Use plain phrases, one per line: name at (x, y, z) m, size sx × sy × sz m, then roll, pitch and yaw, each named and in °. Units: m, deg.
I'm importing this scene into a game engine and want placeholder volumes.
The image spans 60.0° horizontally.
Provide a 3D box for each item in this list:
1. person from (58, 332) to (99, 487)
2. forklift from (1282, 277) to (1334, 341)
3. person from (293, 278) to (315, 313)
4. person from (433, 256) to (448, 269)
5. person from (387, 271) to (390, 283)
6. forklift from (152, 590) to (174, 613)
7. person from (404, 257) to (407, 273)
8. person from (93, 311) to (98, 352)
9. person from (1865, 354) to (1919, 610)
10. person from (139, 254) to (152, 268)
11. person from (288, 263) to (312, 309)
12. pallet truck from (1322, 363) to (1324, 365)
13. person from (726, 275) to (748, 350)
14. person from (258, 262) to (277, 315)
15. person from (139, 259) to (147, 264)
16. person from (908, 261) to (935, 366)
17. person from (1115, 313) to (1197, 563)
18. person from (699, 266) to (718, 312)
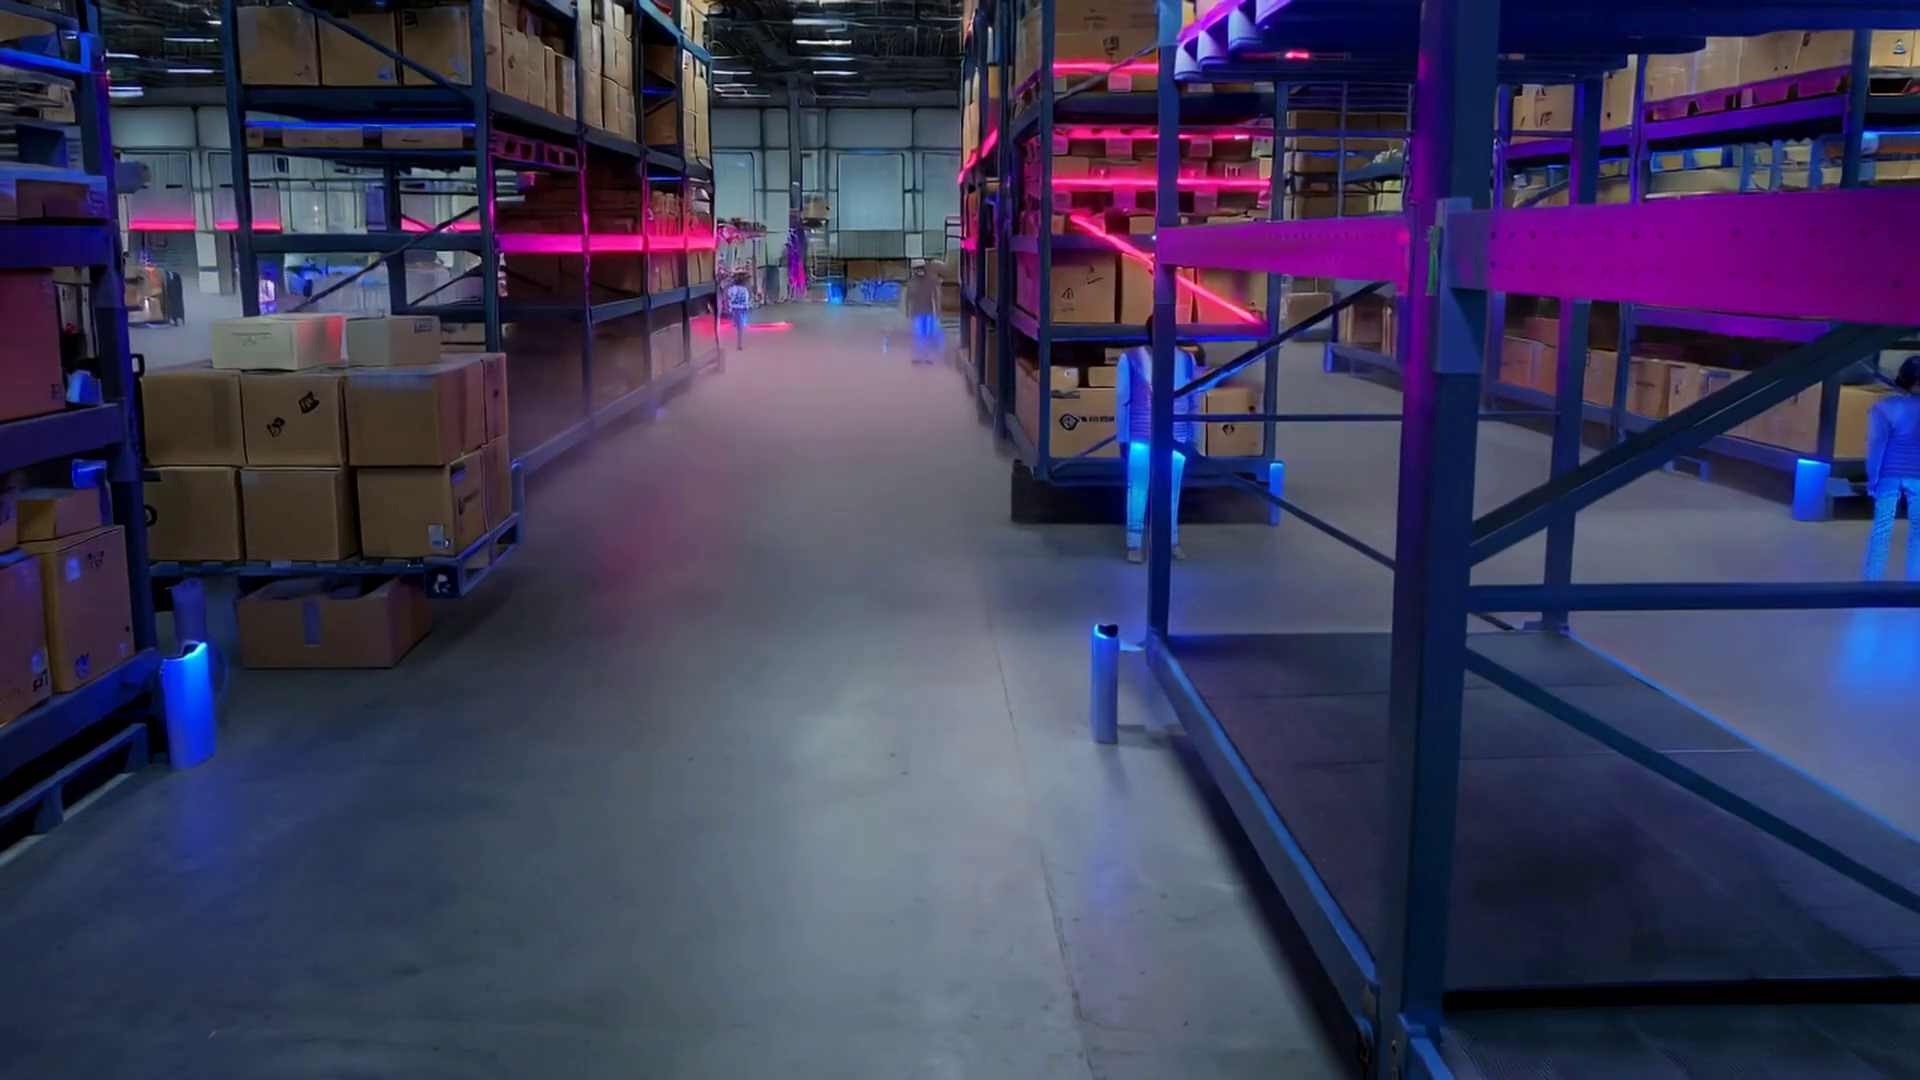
person at (-6.895, -0.765, 12.759) m, size 0.543 × 1.664 × 0.503 m, roll -9°, pitch 13°, yaw -40°
forklift at (8.671, -6.134, 39.291) m, size 1.873 × 2.768 × 1.129 m, roll 0°, pitch 10°, yaw -2°
person at (-12.017, -3.946, 30.442) m, size 0.626 × 1.678 × 0.547 m, roll 2°, pitch 10°, yaw 9°
person at (-18.948, -9.510, 61.086) m, size 0.866 × 1.807 × 0.651 m, roll 7°, pitch 12°, yaw 33°
person at (-18.762, -8.395, 55.212) m, size 0.321 × 1.693 × 0.534 m, roll 8°, pitch 13°, yaw 38°
forklift at (-5.858, -0.811, 9.639) m, size 1.873 × 2.768 × 1.129 m, roll -1°, pitch 10°, yaw -3°
person at (-17.666, -8.038, 52.636) m, size 0.991 × 1.904 × 0.628 m, roll 0°, pitch 10°, yaw 1°
person at (-18.246, -4.897, 35.232) m, size 0.310 × 1.864 × 0.532 m, roll -4°, pitch 11°, yaw -21°
person at (6.068, -0.371, 10.662) m, size 0.500 × 1.633 × 0.281 m, roll 10°, pitch 14°, yaw 44°
person at (-28.120, -8.895, 57.347) m, size 0.547 × 1.924 × 0.628 m, roll -8°, pitch 13°, yaw -37°
person at (-14.435, -5.098, 36.338) m, size 0.965 × 1.875 × 0.615 m, roll 7°, pitch 12°, yaw 34°
pallet truck at (7.712, -4.157, 30.737) m, size 1.885 × 1.965 × 0.823 m, roll 3°, pitch 11°, yaw 16°
person at (-4.833, -4.926, 36.063) m, size 0.520 × 1.625 × 0.366 m, roll 3°, pitch 10°, yaw 14°
person at (-14.236, -4.737, 34.175) m, size 0.549 × 1.925 × 0.570 m, roll 0°, pitch 10°, yaw 1°
person at (-33.018, -10.577, 67.001) m, size 0.453 × 1.829 × 0.628 m, roll 3°, pitch 11°, yaw 18°
person at (-0.726, -4.288, 31.513) m, size 0.404 × 1.983 × 0.634 m, roll 8°, pitch 13°, yaw 36°
person at (1.450, -0.750, 12.195) m, size 0.633 × 1.843 × 0.429 m, roll -3°, pitch 10°, yaw -14°
person at (-5.494, -5.084, 36.285) m, size 0.579 × 1.868 × 0.606 m, roll 6°, pitch 12°, yaw 29°
